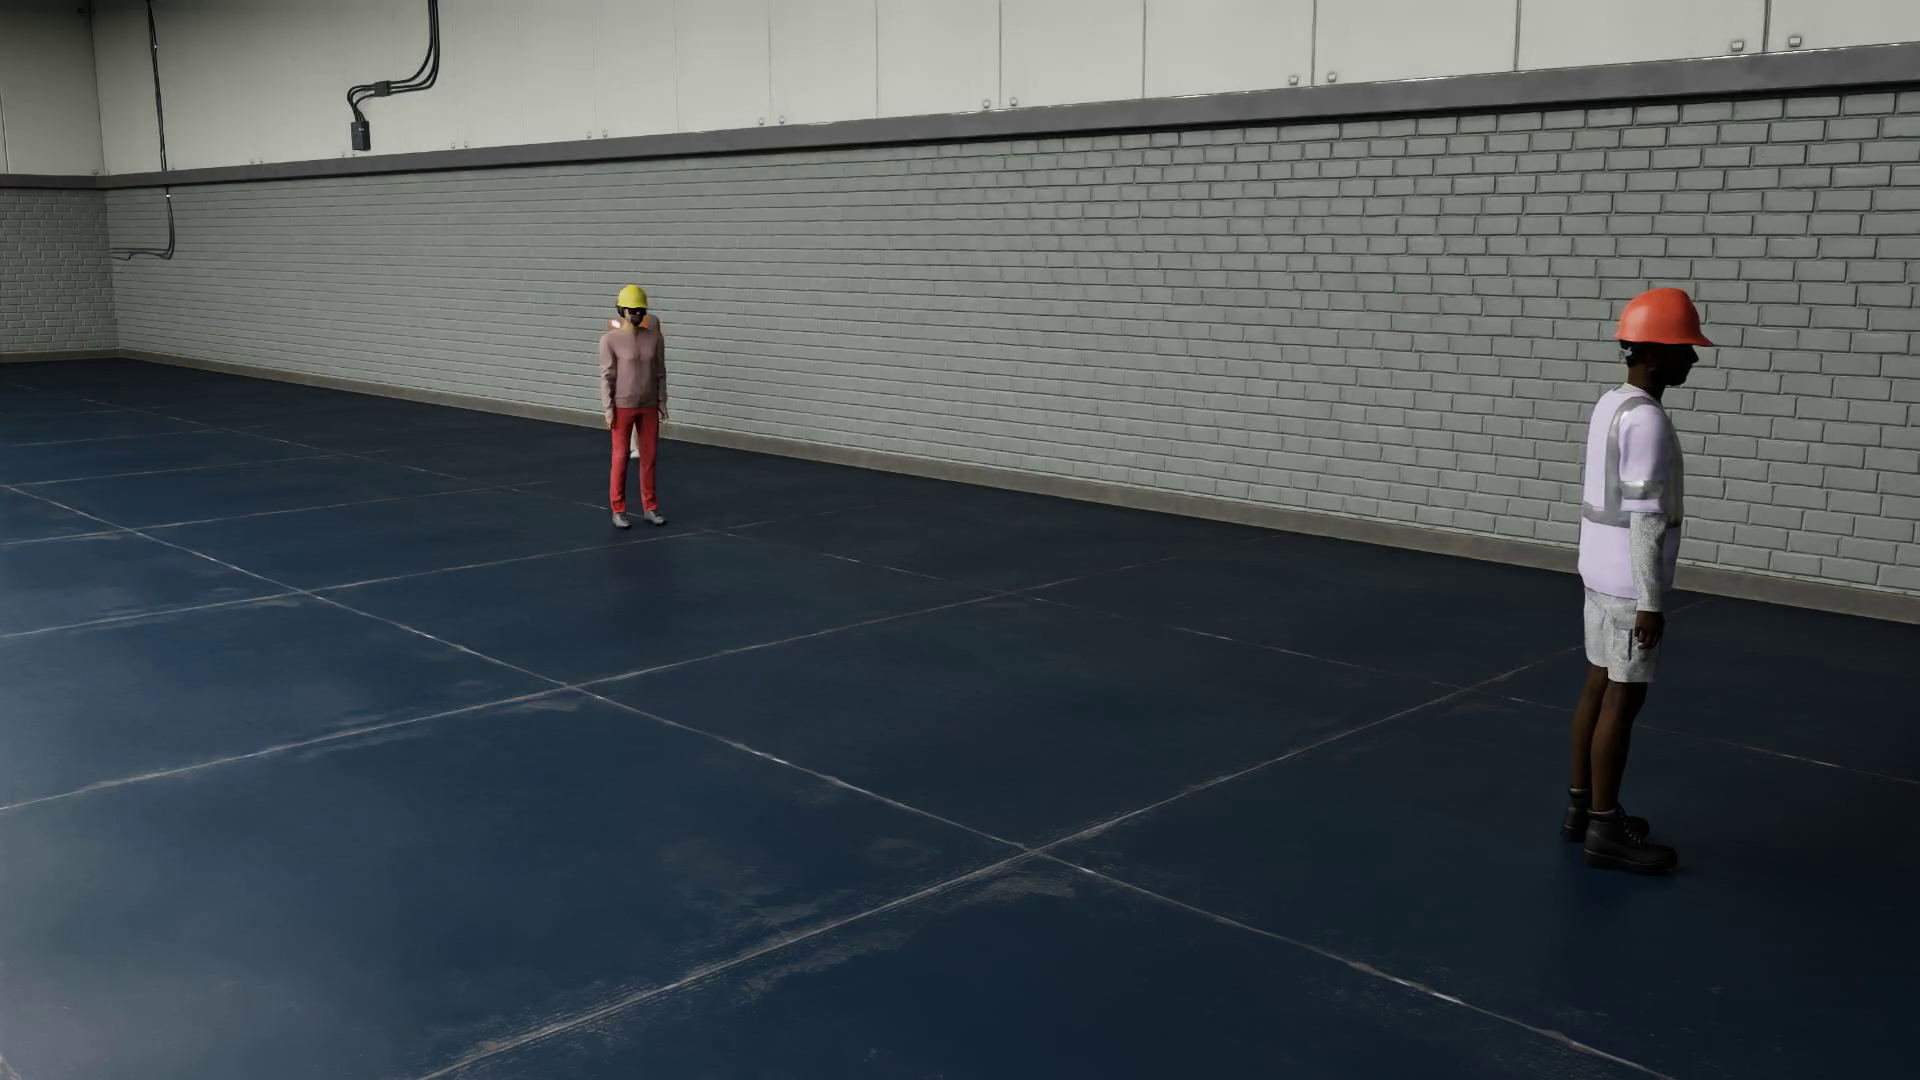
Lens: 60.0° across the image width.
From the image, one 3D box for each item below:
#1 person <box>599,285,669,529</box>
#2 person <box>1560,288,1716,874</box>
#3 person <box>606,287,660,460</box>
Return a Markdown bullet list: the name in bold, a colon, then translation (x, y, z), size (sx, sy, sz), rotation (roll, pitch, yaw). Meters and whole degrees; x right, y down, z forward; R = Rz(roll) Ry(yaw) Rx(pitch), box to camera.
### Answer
- **person**: translation (-2.354, -0.968, 12.084), size (0.517, 1.757, 0.337), rotation (-9, 14, -40)
- **person**: translation (2.285, 0.128, 5.610), size (0.363, 1.935, 0.553), rotation (1, 10, 7)
- **person**: translation (-3.119, -1.592, 15.835), size (0.544, 1.612, 0.675), rotation (-4, 11, -19)
